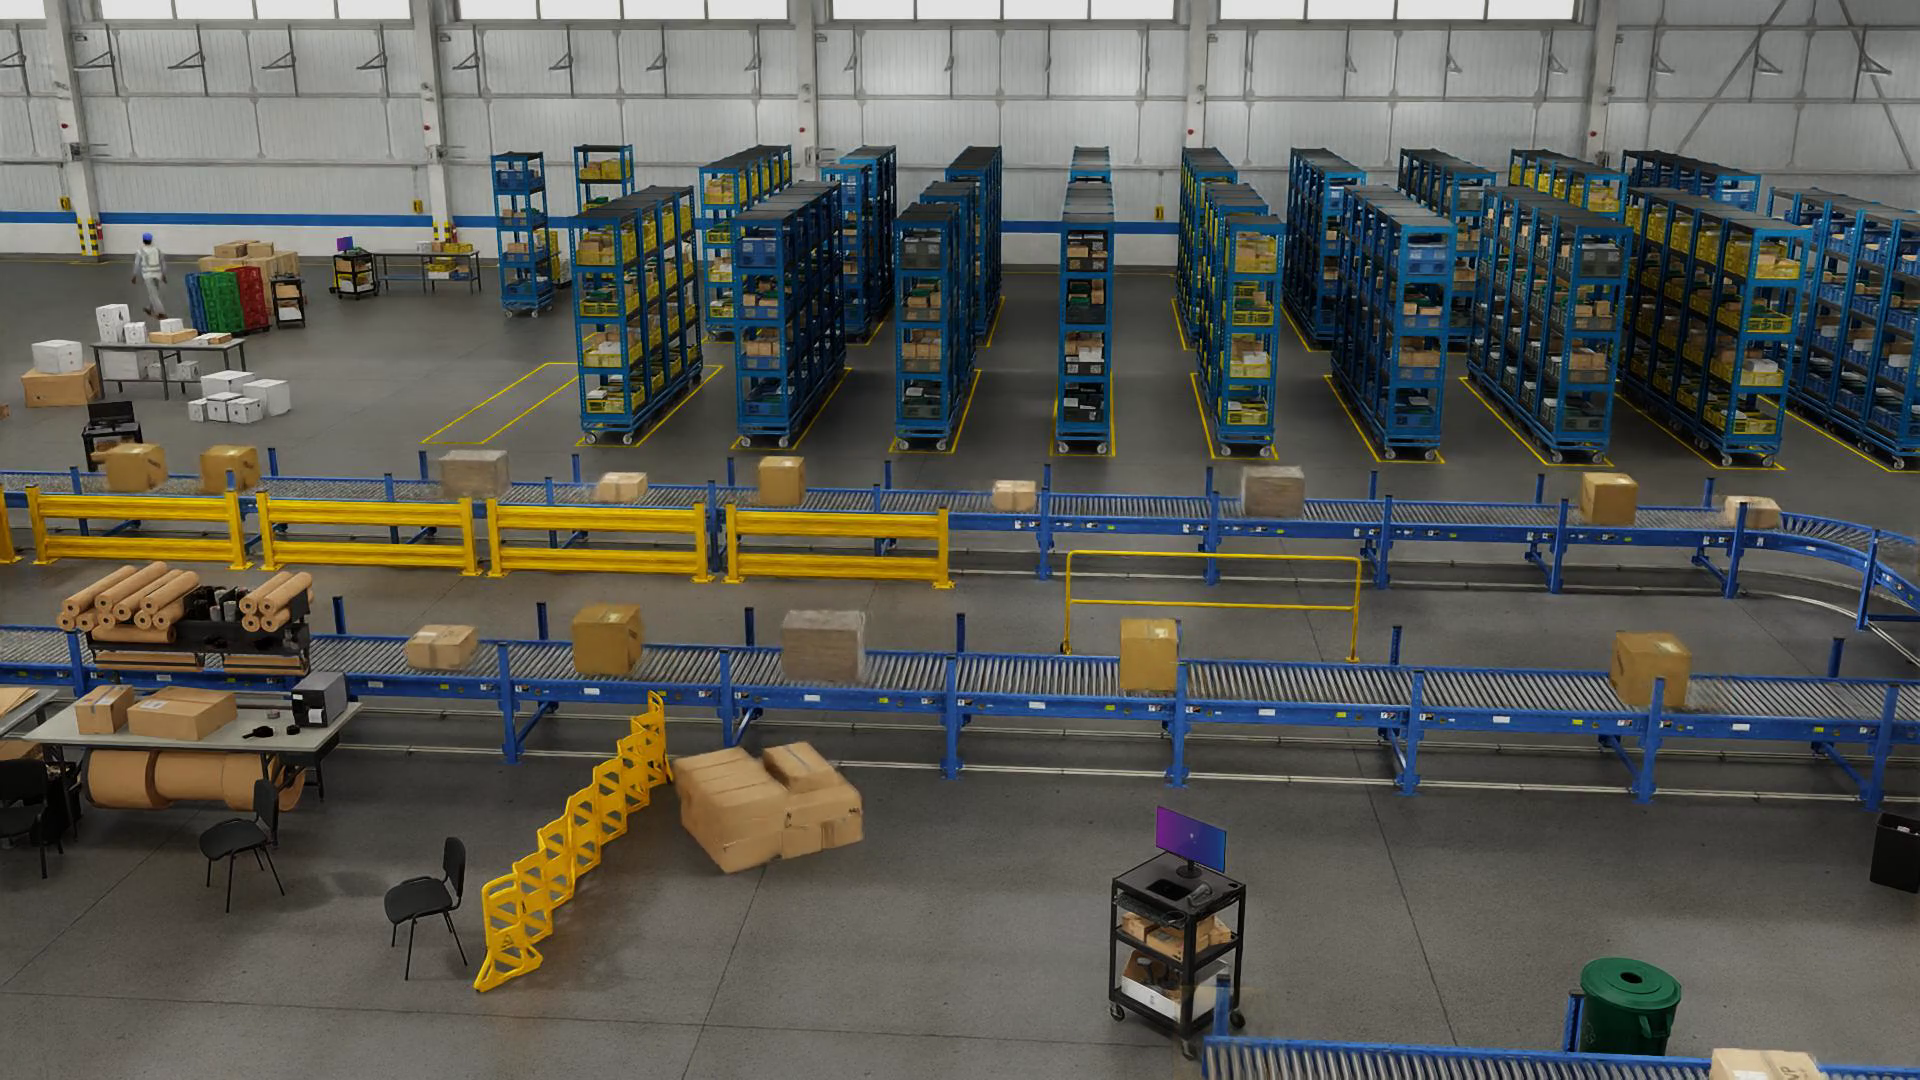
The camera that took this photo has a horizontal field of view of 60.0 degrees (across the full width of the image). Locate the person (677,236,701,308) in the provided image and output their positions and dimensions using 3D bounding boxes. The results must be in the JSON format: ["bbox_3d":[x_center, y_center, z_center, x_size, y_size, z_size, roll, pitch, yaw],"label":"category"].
[{"bbox_3d":[-6.267,-6.242,38.370,0.602,1.827,0.404,16,23,41],"label":"person"}]

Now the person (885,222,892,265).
[{"bbox_3d":[-1.932,-7.425,42.104,0.570,1.840,0.373,-16,23,-41],"label":"person"}]

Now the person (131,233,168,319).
[{"bbox_3d":[-18.123,-5.898,37.195,1.045,1.875,0.627,10,20,28],"label":"person"}]
